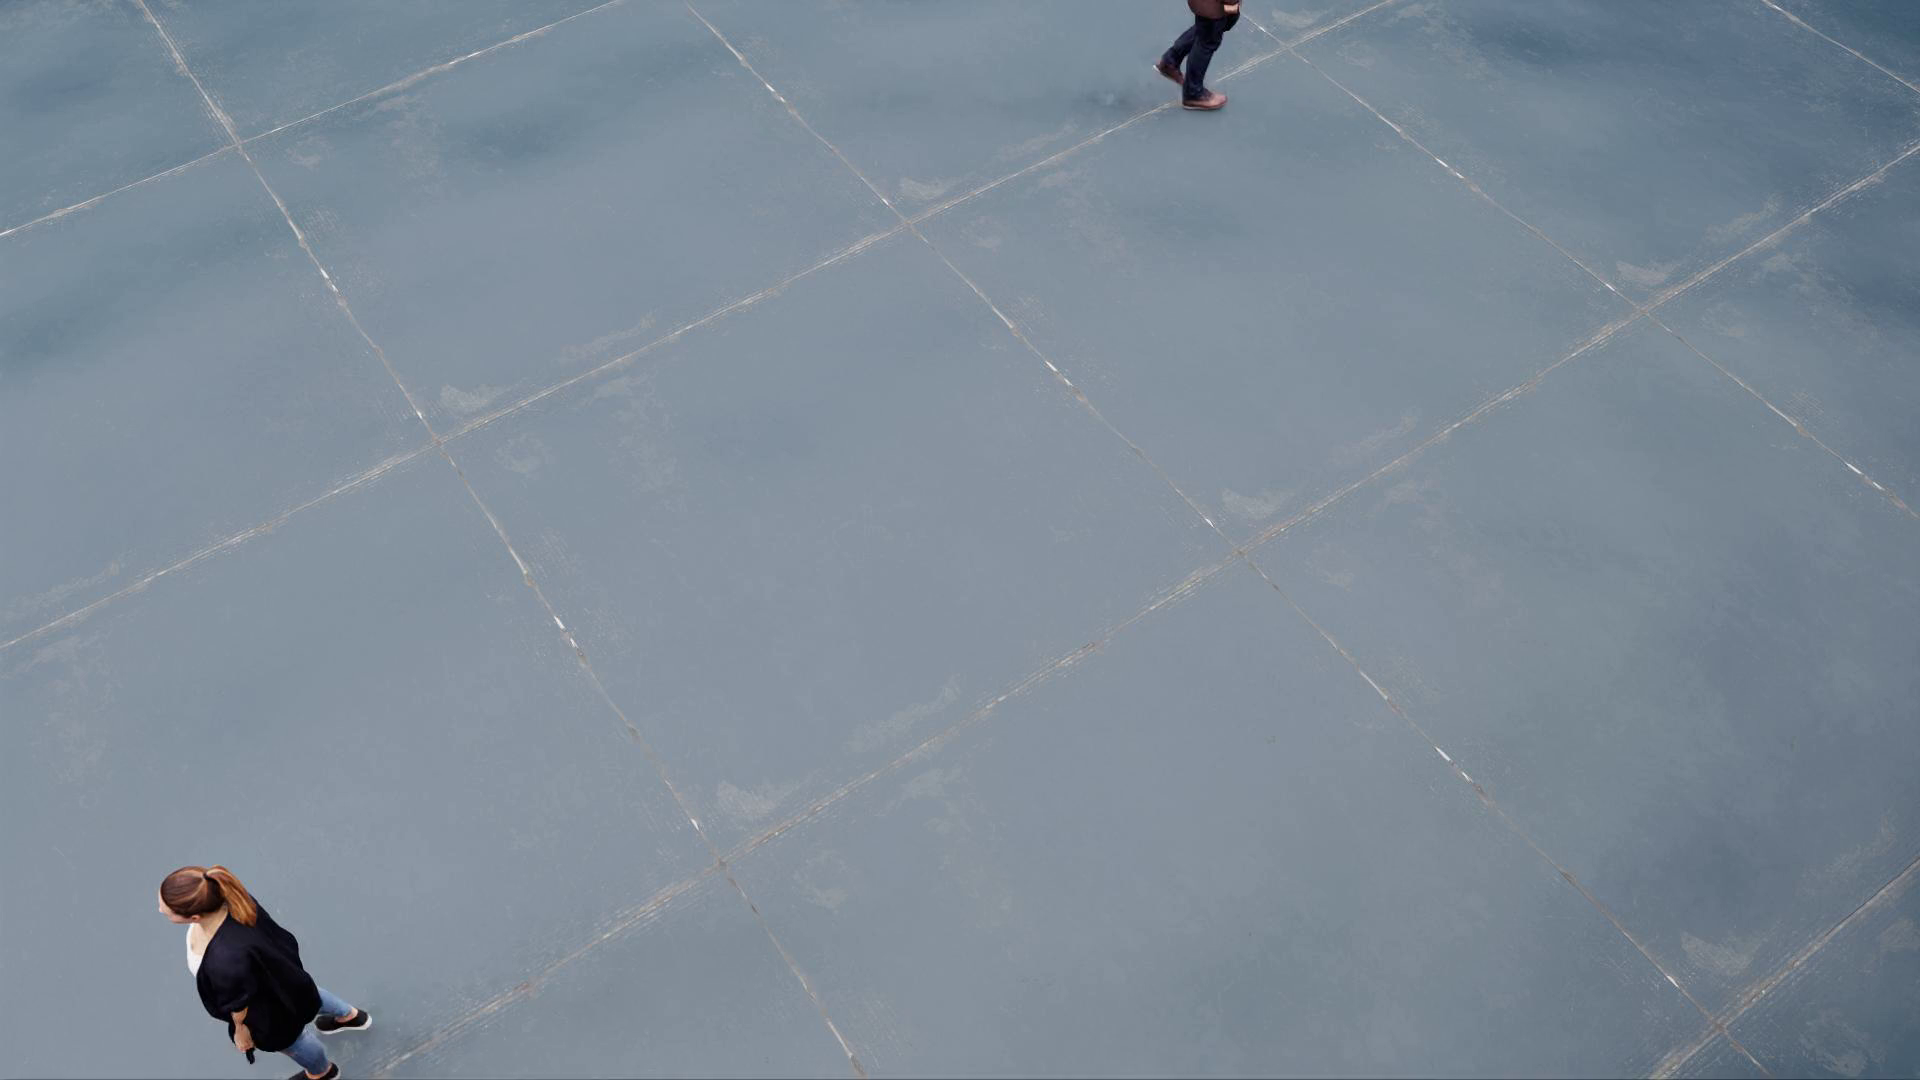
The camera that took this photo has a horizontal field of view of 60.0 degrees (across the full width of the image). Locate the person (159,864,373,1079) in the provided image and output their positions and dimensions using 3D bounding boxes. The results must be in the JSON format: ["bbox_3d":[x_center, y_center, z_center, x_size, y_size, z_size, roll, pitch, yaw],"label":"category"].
[{"bbox_3d":[-2.493,1.611,6.101,0.764,1.682,0.658,-17,54,-13],"label":"person"}]

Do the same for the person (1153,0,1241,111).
[{"bbox_3d":[1.414,-3.322,9.824,0.972,1.835,0.894,0,52,0],"label":"person"}]
